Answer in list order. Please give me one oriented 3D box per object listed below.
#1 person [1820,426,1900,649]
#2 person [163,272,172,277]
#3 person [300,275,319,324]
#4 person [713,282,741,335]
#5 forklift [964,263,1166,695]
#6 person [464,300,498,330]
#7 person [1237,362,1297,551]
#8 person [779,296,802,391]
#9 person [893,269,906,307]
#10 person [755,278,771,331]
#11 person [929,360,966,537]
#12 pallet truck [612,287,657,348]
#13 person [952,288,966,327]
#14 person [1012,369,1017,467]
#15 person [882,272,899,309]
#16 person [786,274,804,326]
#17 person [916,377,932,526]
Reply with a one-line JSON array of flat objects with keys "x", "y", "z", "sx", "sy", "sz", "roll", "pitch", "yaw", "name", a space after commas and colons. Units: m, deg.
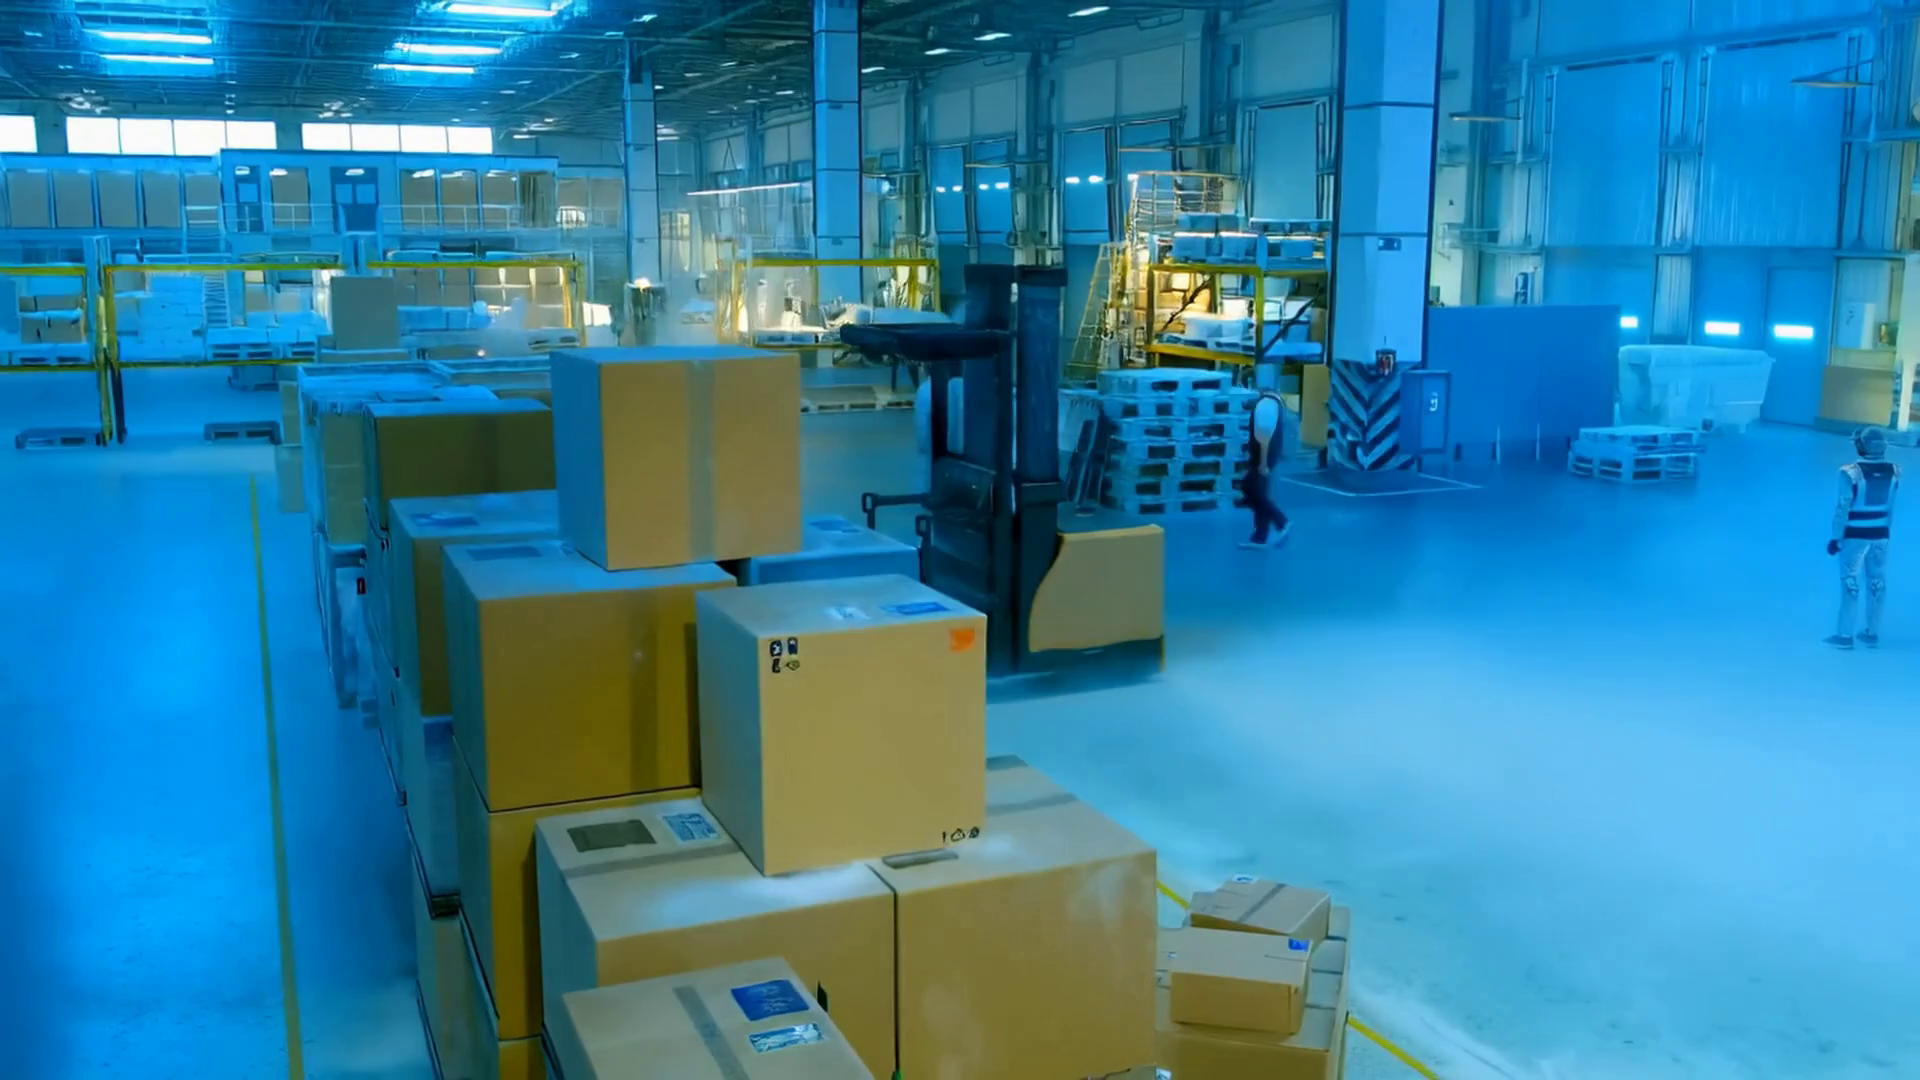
[{"x": 6.612, "y": -0.015, "z": 12.191, "sx": 0.522, "sy": 1.640, "sz": 0.306, "roll": -3, "pitch": 11, "yaw": -15, "name": "person"}, {"x": -22.860, "y": -6.733, "z": 48.158, "sx": 0.611, "sy": 2.019, "sz": 0.477, "roll": -6, "pitch": 12, "yaw": -31, "name": "person"}, {"x": -19.897, "y": -7.152, "z": 50.892, "sx": 0.513, "sy": 1.872, "sz": 0.328, "roll": -2, "pitch": 11, "yaw": -13, "name": "person"}, {"x": -7.233, "y": -7.205, "z": 51.764, "sx": 0.864, "sy": 1.655, "sz": 0.528, "roll": -7, "pitch": 12, "yaw": -34, "name": "person"}, {"x": 0.363, "y": -0.447, "z": 11.149, "sx": 1.873, "sy": 2.768, "sz": 1.129, "roll": -4, "pitch": 11, "yaw": -23, "name": "forklift"}, {"x": -9.000, "y": -3.582, "z": 31.299, "sx": 0.635, "sy": 1.840, "sz": 0.429, "roll": -3, "pitch": 11, "yaw": -16, "name": "person"}, {"x": 2.947, "y": -0.778, "z": 15.871, "sx": 0.501, "sy": 1.830, "sz": 0.516, "roll": 5, "pitch": 11, "yaw": 25, "name": "person"}, {"x": -3.328, "y": -3.851, "z": 32.662, "sx": 0.576, "sy": 1.881, "sz": 0.352, "roll": 9, "pitch": 14, "yaw": 40, "name": "person"}, {"x": -2.220, "y": -8.599, "z": 58.784, "sx": 0.602, "sy": 1.904, "sz": 0.685, "roll": -6, "pitch": 12, "yaw": -30, "name": "person"}, {"x": -6.361, "y": -7.624, "z": 53.887, "sx": 0.534, "sy": 1.735, "sz": 0.853, "roll": 4, "pitch": 11, "yaw": 23, "name": "person"}, {"x": -0.011, "y": -0.845, "z": 16.122, "sx": 0.620, "sy": 1.881, "sz": 1.027, "roll": -3, "pitch": 11, "yaw": -18, "name": "person"}, {"x": -6.464, "y": -4.406, "z": 35.401, "sx": 0.823, "sy": 1.965, "sz": 1.885, "roll": 6, "pitch": 12, "yaw": 32, "name": "pallet truck"}, {"x": 0.103, "y": -4.367, "z": 35.311, "sx": 0.628, "sy": 1.953, "sz": 1.014, "roll": 6, "pitch": 12, "yaw": 30, "name": "person"}, {"x": 0.596, "y": -0.878, "z": 16.738, "sx": 0.423, "sy": 1.706, "sz": 0.517, "roll": 7, "pitch": 12, "yaw": 34, "name": "person"}, {"x": -2.257, "y": -7.784, "z": 54.264, "sx": 0.571, "sy": 1.904, "sz": 0.821, "roll": -1, "pitch": 10, "yaw": -8, "name": "person"}, {"x": -5.691, "y": -8.229, "z": 57.097, "sx": 0.658, "sy": 1.779, "sz": 0.964, "roll": 8, "pitch": 13, "yaw": 36, "name": "person"}, {"x": -0.201, "y": -1.019, "z": 17.056, "sx": 0.650, "sy": 1.897, "sz": 0.984, "roll": -5, "pitch": 11, "yaw": -25, "name": "person"}]
